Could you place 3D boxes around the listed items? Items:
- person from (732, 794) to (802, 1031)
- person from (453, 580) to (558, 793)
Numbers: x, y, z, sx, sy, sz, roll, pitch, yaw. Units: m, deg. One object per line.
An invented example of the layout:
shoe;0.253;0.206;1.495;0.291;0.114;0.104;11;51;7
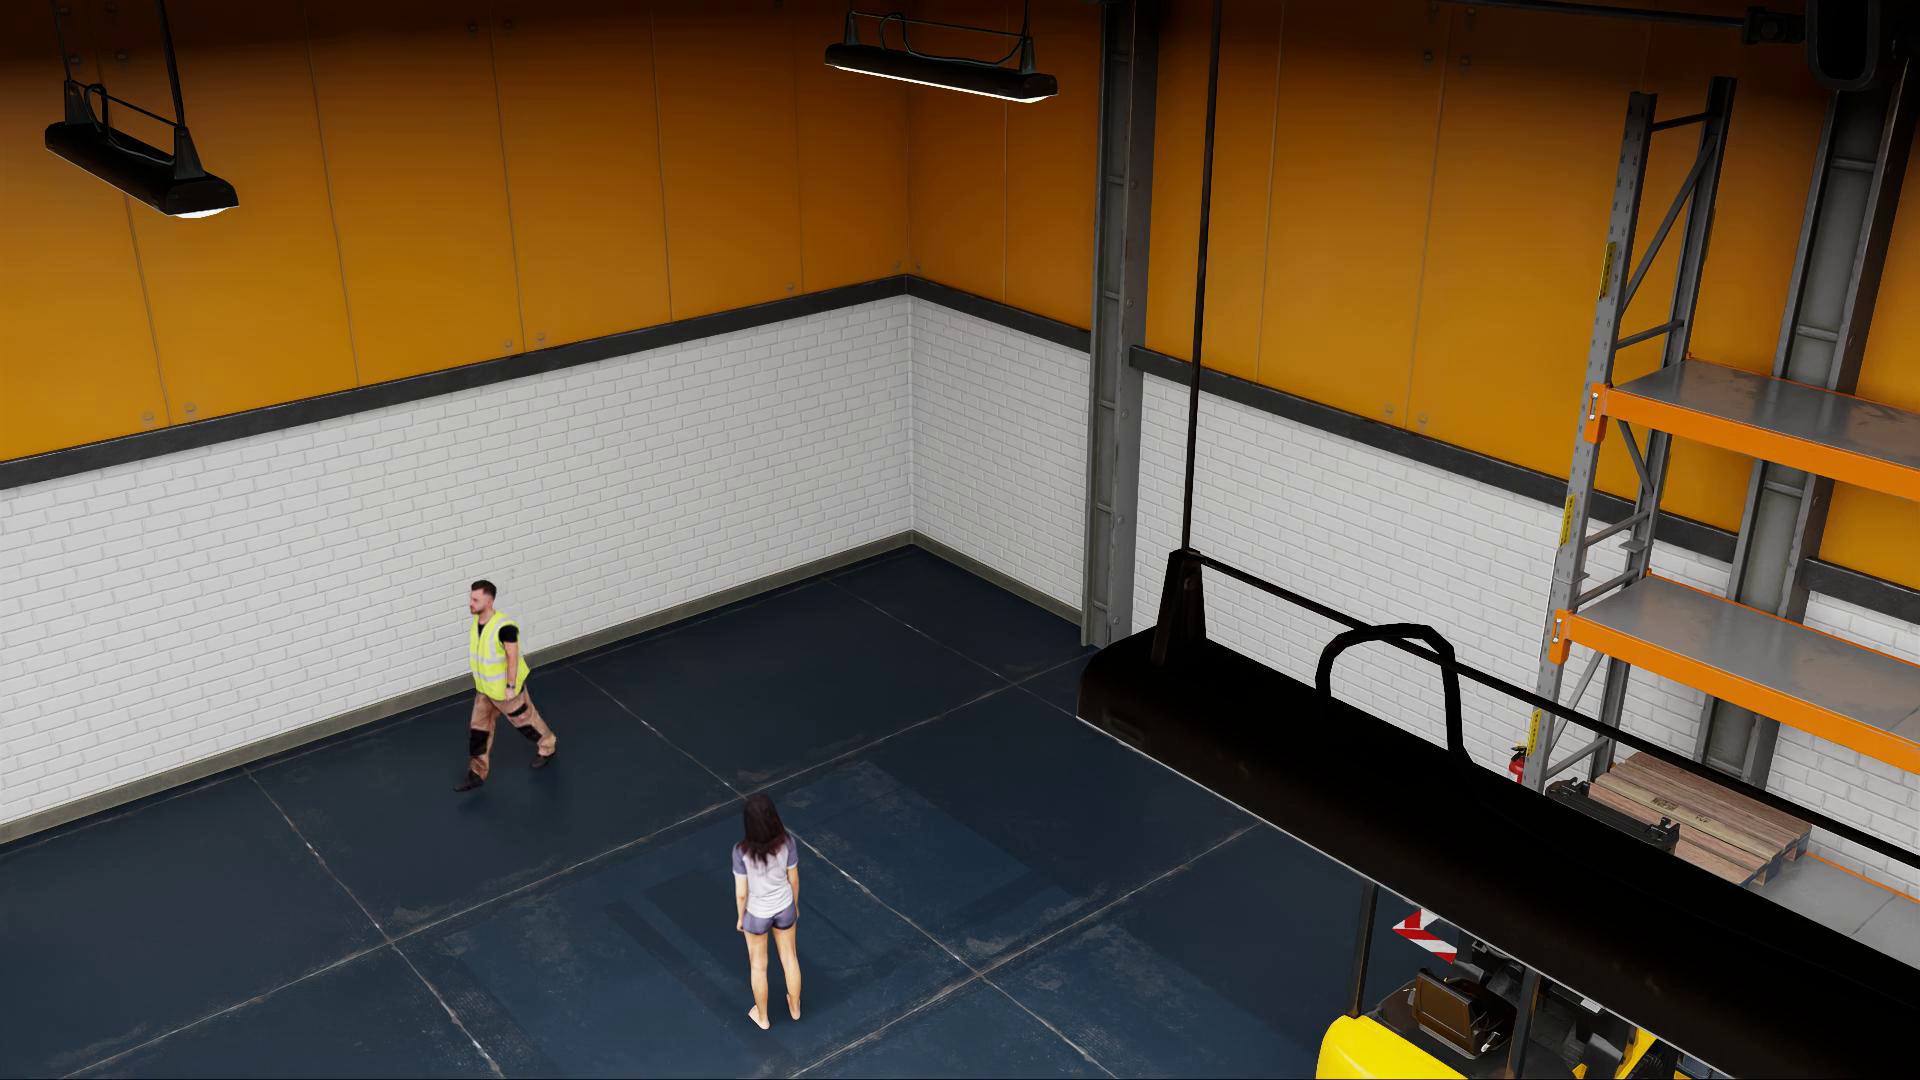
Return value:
person;-1.247;2.420;10.842;0.644;1.732;0.614;-9;25;-19
person;-3.715;1.148;13.660;1.190;1.805;0.964;17;29;34
